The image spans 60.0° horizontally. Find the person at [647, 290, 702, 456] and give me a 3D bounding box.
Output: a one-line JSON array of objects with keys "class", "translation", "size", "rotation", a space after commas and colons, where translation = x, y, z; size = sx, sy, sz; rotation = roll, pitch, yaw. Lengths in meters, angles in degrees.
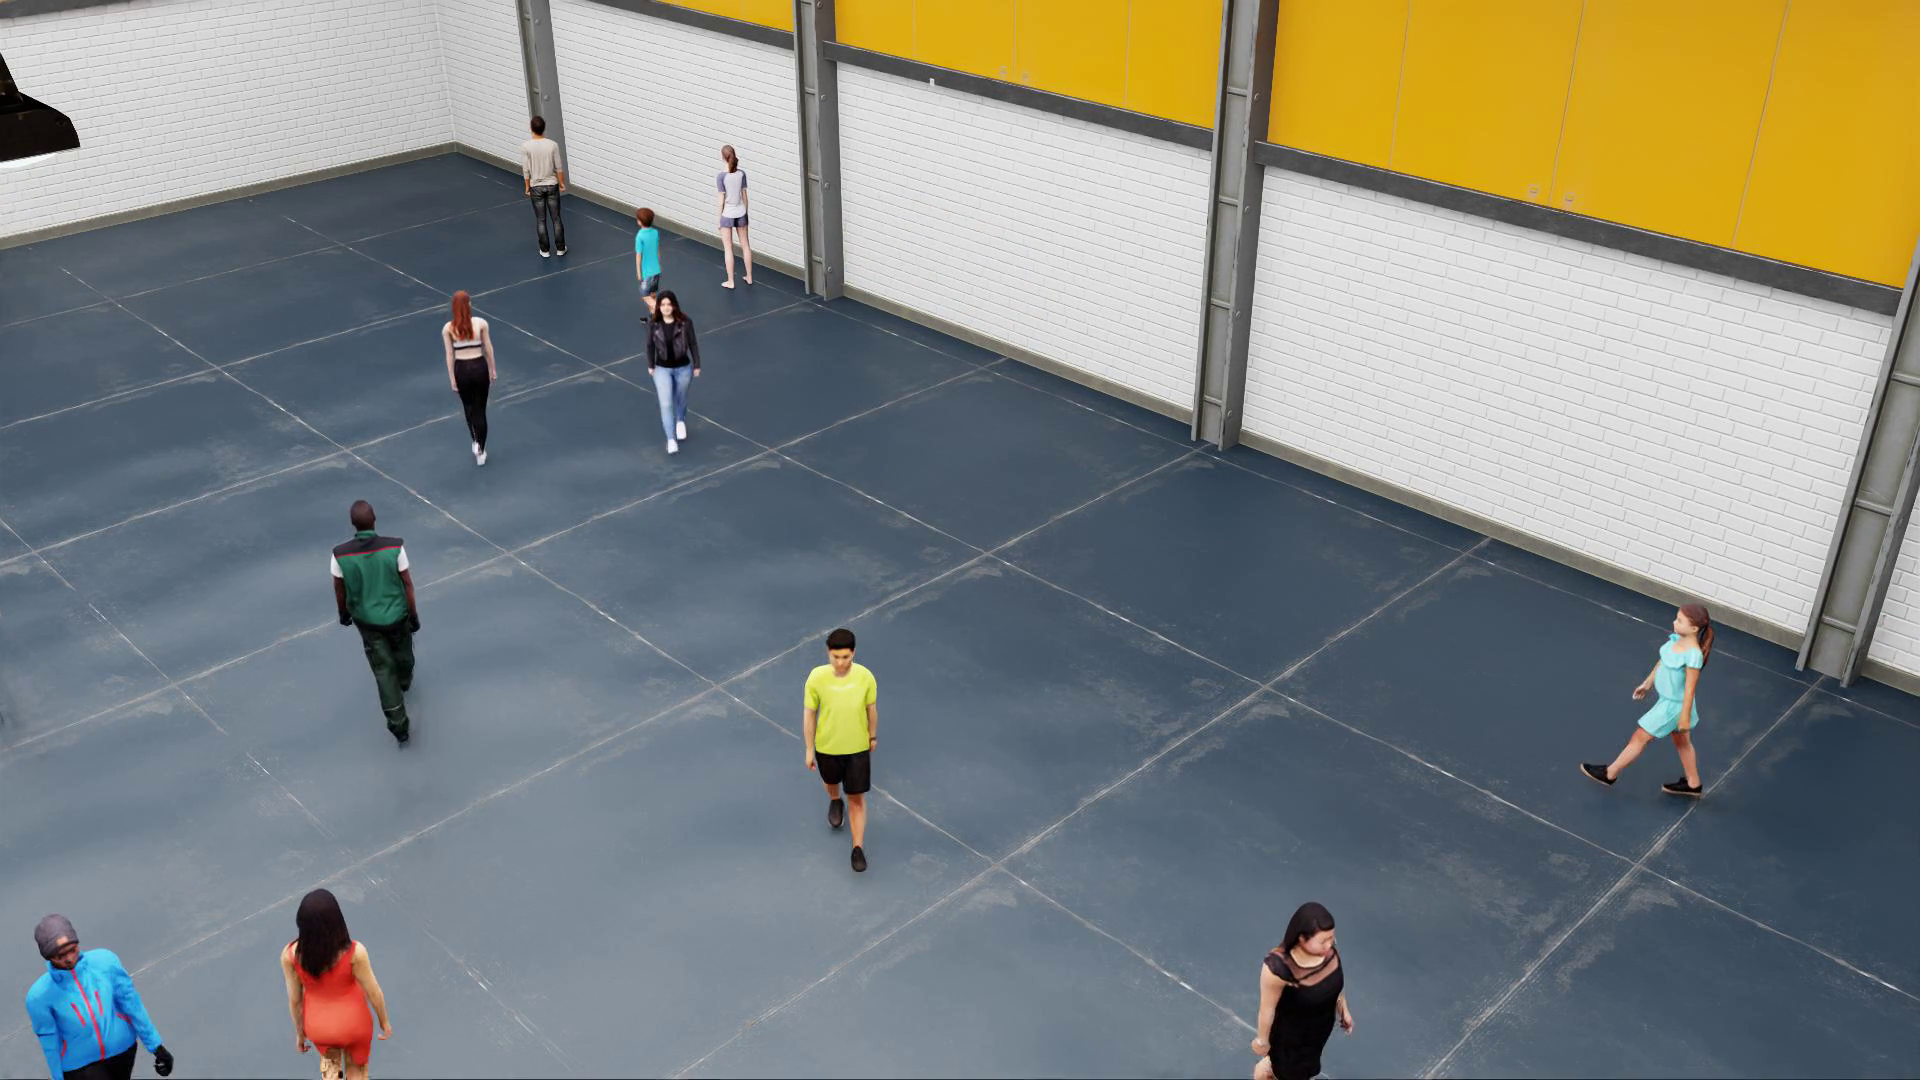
[{"class": "person", "translation": [-2.821, -1.691, 16.372], "size": [1.018, 1.597, 1.167], "rotation": [-6, 29, -10]}]

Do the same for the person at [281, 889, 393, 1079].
[{"class": "person", "translation": [-3.193, 2.537, 8.503], "size": [0.750, 1.709, 0.797], "rotation": [-3, 29, -6]}]

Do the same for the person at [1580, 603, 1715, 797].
[{"class": "person", "translation": [4.926, 1.121, 11.307], "size": [1.111, 1.509, 0.890], "rotation": [7, 29, 13]}]

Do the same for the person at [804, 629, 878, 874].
[{"class": "person", "translation": [-0.786, 1.267, 10.874], "size": [1.070, 1.669, 1.147], "rotation": [-1, 29, -2]}]

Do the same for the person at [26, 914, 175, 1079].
[{"class": "person", "translation": [-4.384, 2.568, 8.410], "size": [1.140, 1.745, 0.731], "rotation": [20, 34, 32]}]

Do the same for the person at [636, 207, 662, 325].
[{"class": "person", "translation": [-3.537, -3.111, 19.145], "size": [0.853, 1.435, 0.621], "rotation": [18, 33, 29]}]

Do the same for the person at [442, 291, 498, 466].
[{"class": "person", "translation": [-4.662, -1.520, 15.920], "size": [0.724, 1.729, 0.776], "rotation": [-7, 29, -13]}]

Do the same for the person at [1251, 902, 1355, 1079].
[{"class": "person", "translation": [1.660, 2.497, 8.606], "size": [0.675, 1.682, 0.942], "rotation": [-25, 37, -38]}]

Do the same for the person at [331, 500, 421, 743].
[{"class": "person", "translation": [-4.152, 0.617, 11.948], "size": [1.081, 1.780, 1.312], "rotation": [-9, 30, -15]}]

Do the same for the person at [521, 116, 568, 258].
[{"class": "person", "translation": [-5.343, -4.545, 21.380], "size": [0.736, 1.811, 0.720], "rotation": [-8, 30, -14]}]

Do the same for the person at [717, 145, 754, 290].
[{"class": "person", "translation": [-2.775, -3.964, 20.361], "size": [0.623, 1.767, 0.617], "rotation": [-18, 33, -29]}]
